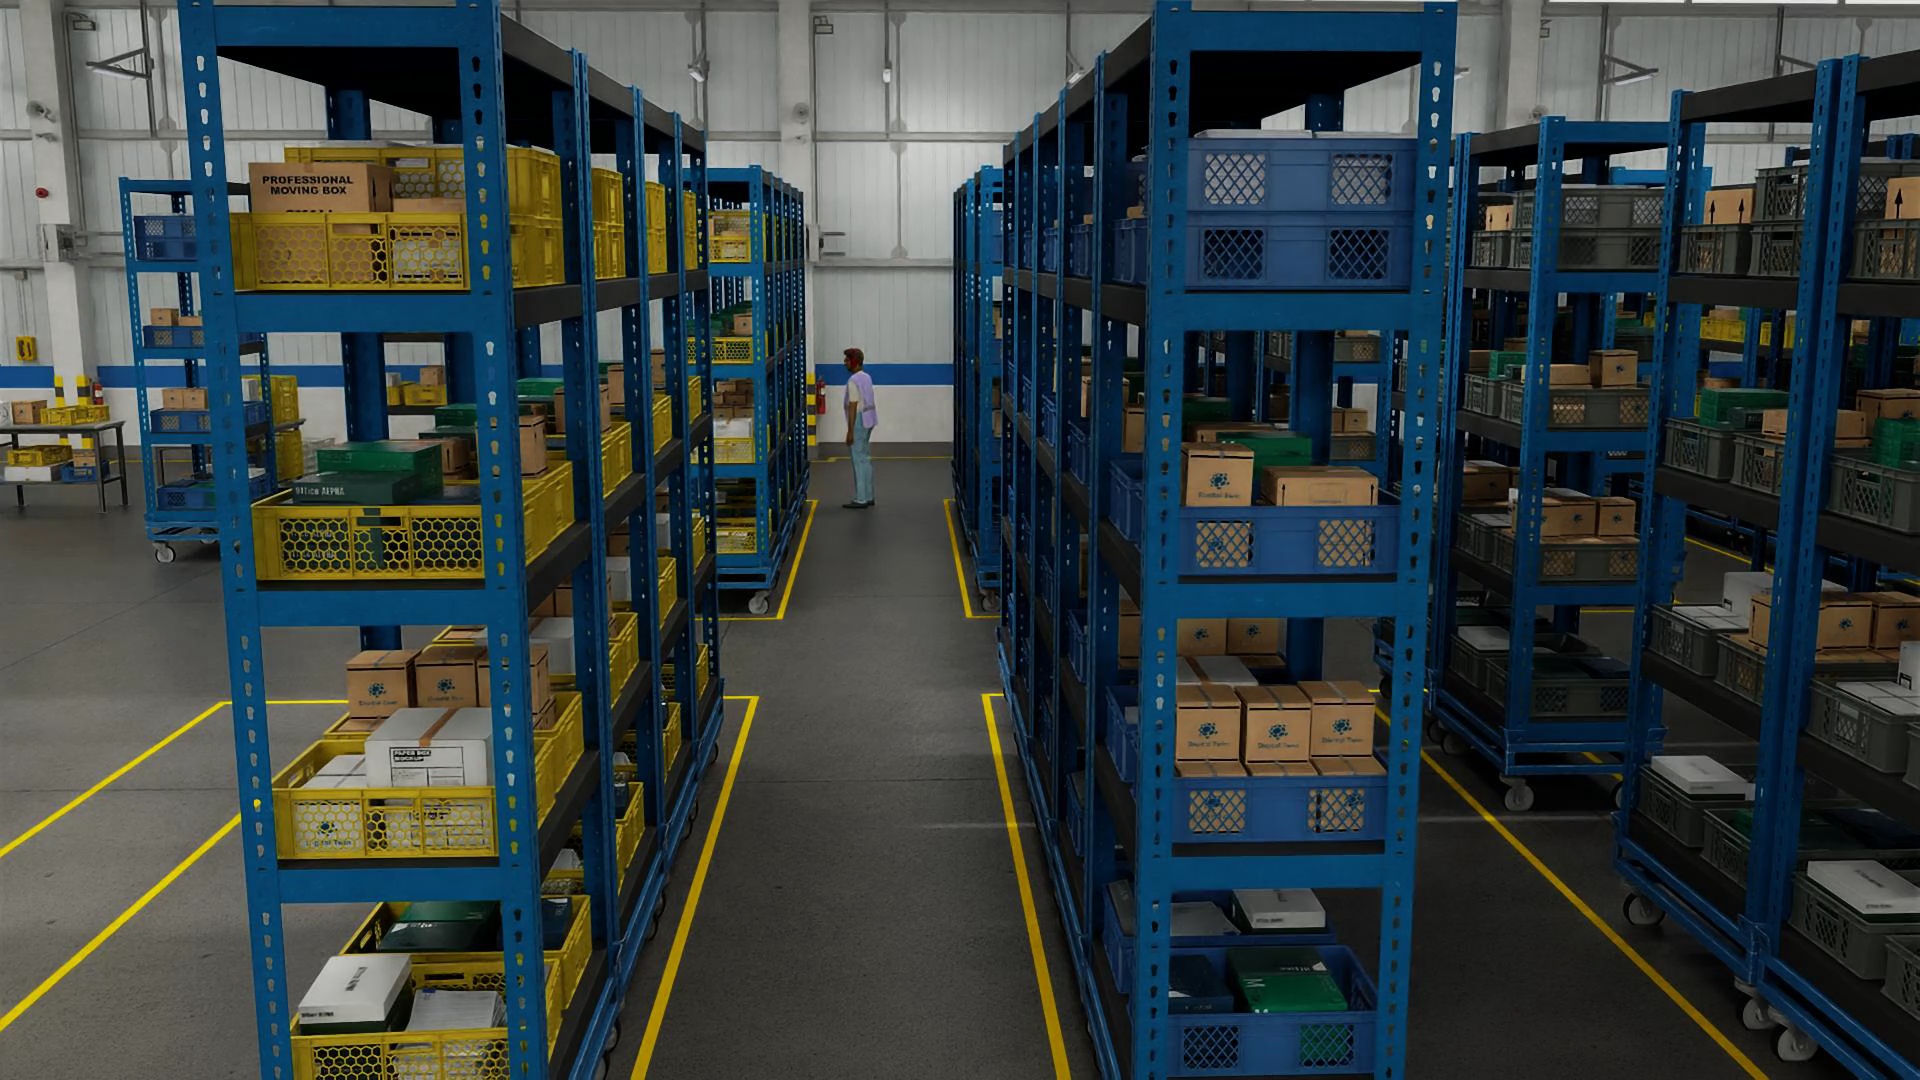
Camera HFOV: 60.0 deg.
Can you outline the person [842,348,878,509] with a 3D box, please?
[{"bbox_3d":[-1.140,-1.273,19.024,0.388,1.837,0.560,2,10,12],"label":"person"}]
